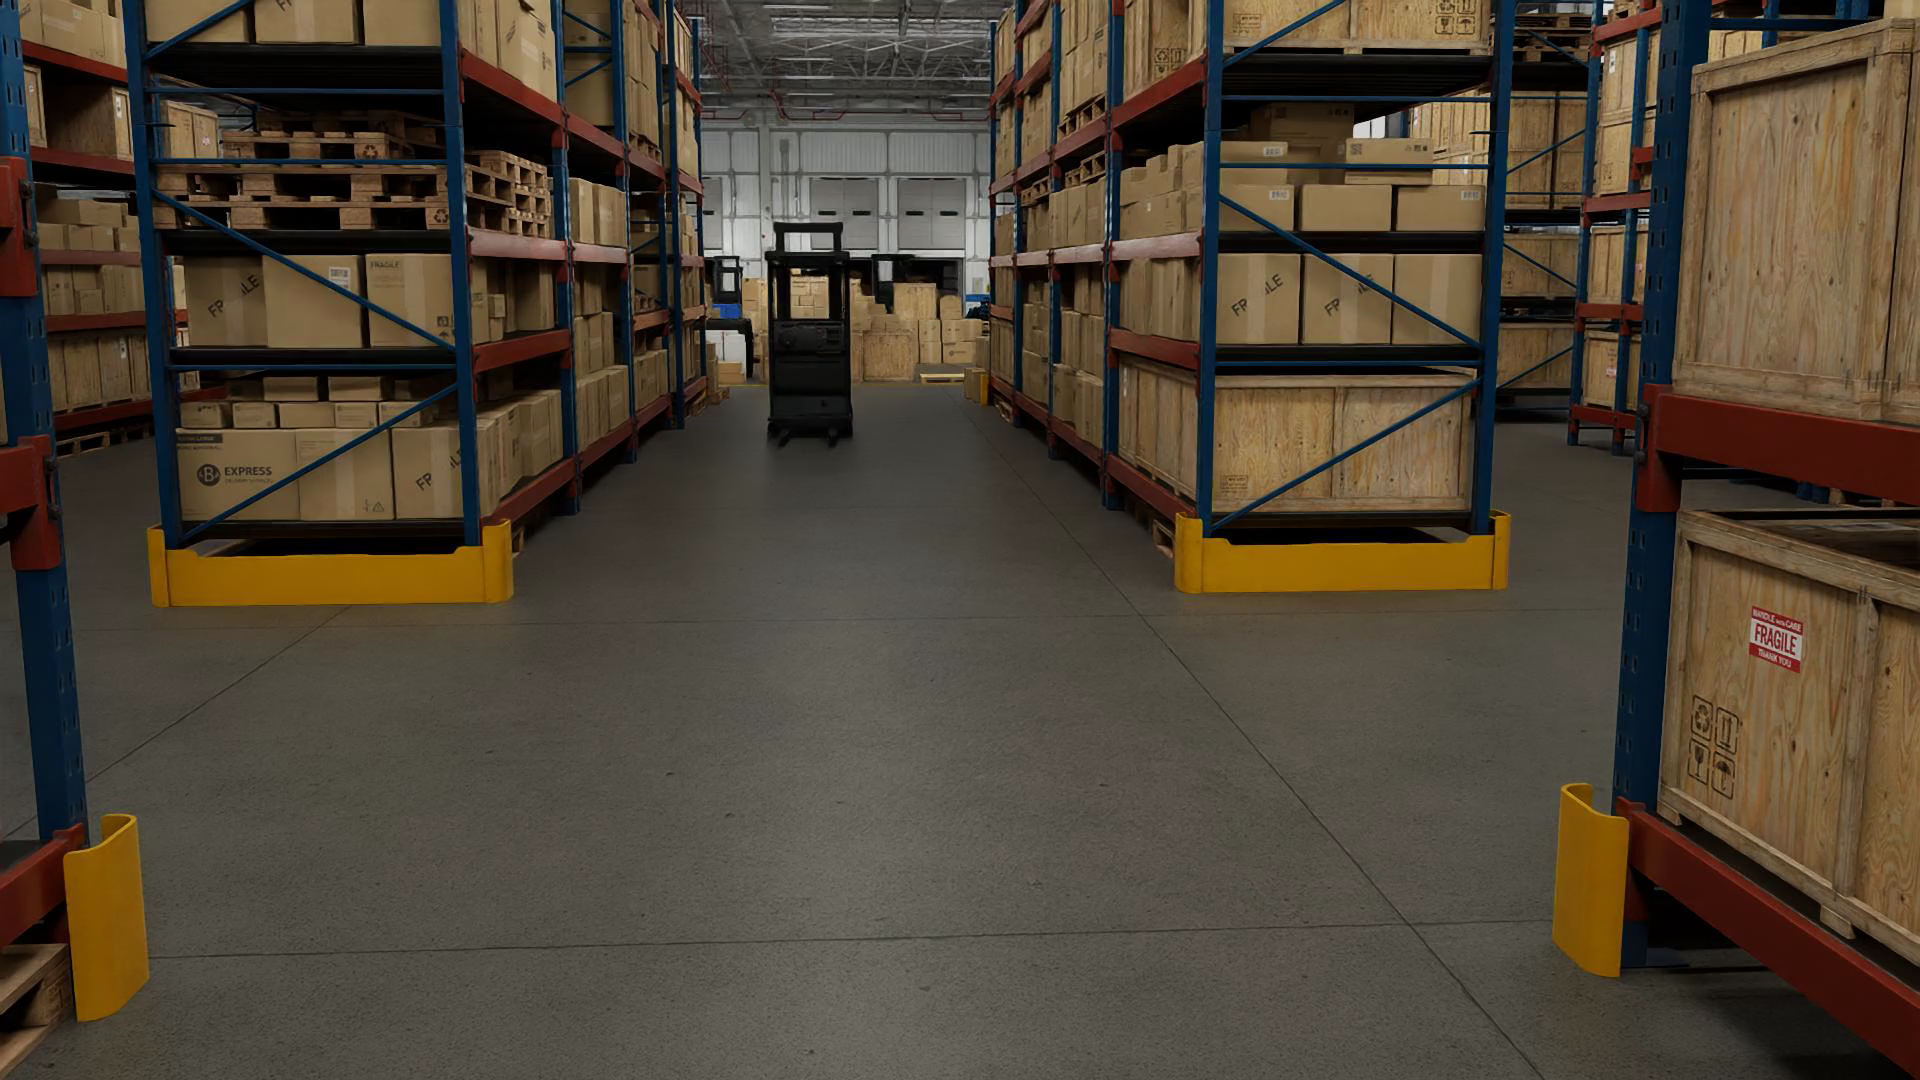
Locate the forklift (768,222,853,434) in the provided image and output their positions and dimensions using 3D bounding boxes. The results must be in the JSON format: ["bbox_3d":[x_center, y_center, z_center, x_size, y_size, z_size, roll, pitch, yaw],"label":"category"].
[{"bbox_3d":[-2.034,-2.903,22.556,1.129,2.768,1.873,-1,9,-4],"label":"forklift"}]

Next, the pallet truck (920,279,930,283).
[{"bbox_3d":[-0.932,-8.922,63.114,1.885,1.965,0.823,2,9,13],"label":"pallet truck"}]

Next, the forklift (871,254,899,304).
[{"bbox_3d":[-2.482,-8.176,55.669,1.129,2.768,1.873,-6,11,-32],"label":"forklift"}]

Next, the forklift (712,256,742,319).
[{"bbox_3d":[-8.488,-8.990,60.777,1.129,2.768,1.873,-1,9,-4],"label":"forklift"}]
